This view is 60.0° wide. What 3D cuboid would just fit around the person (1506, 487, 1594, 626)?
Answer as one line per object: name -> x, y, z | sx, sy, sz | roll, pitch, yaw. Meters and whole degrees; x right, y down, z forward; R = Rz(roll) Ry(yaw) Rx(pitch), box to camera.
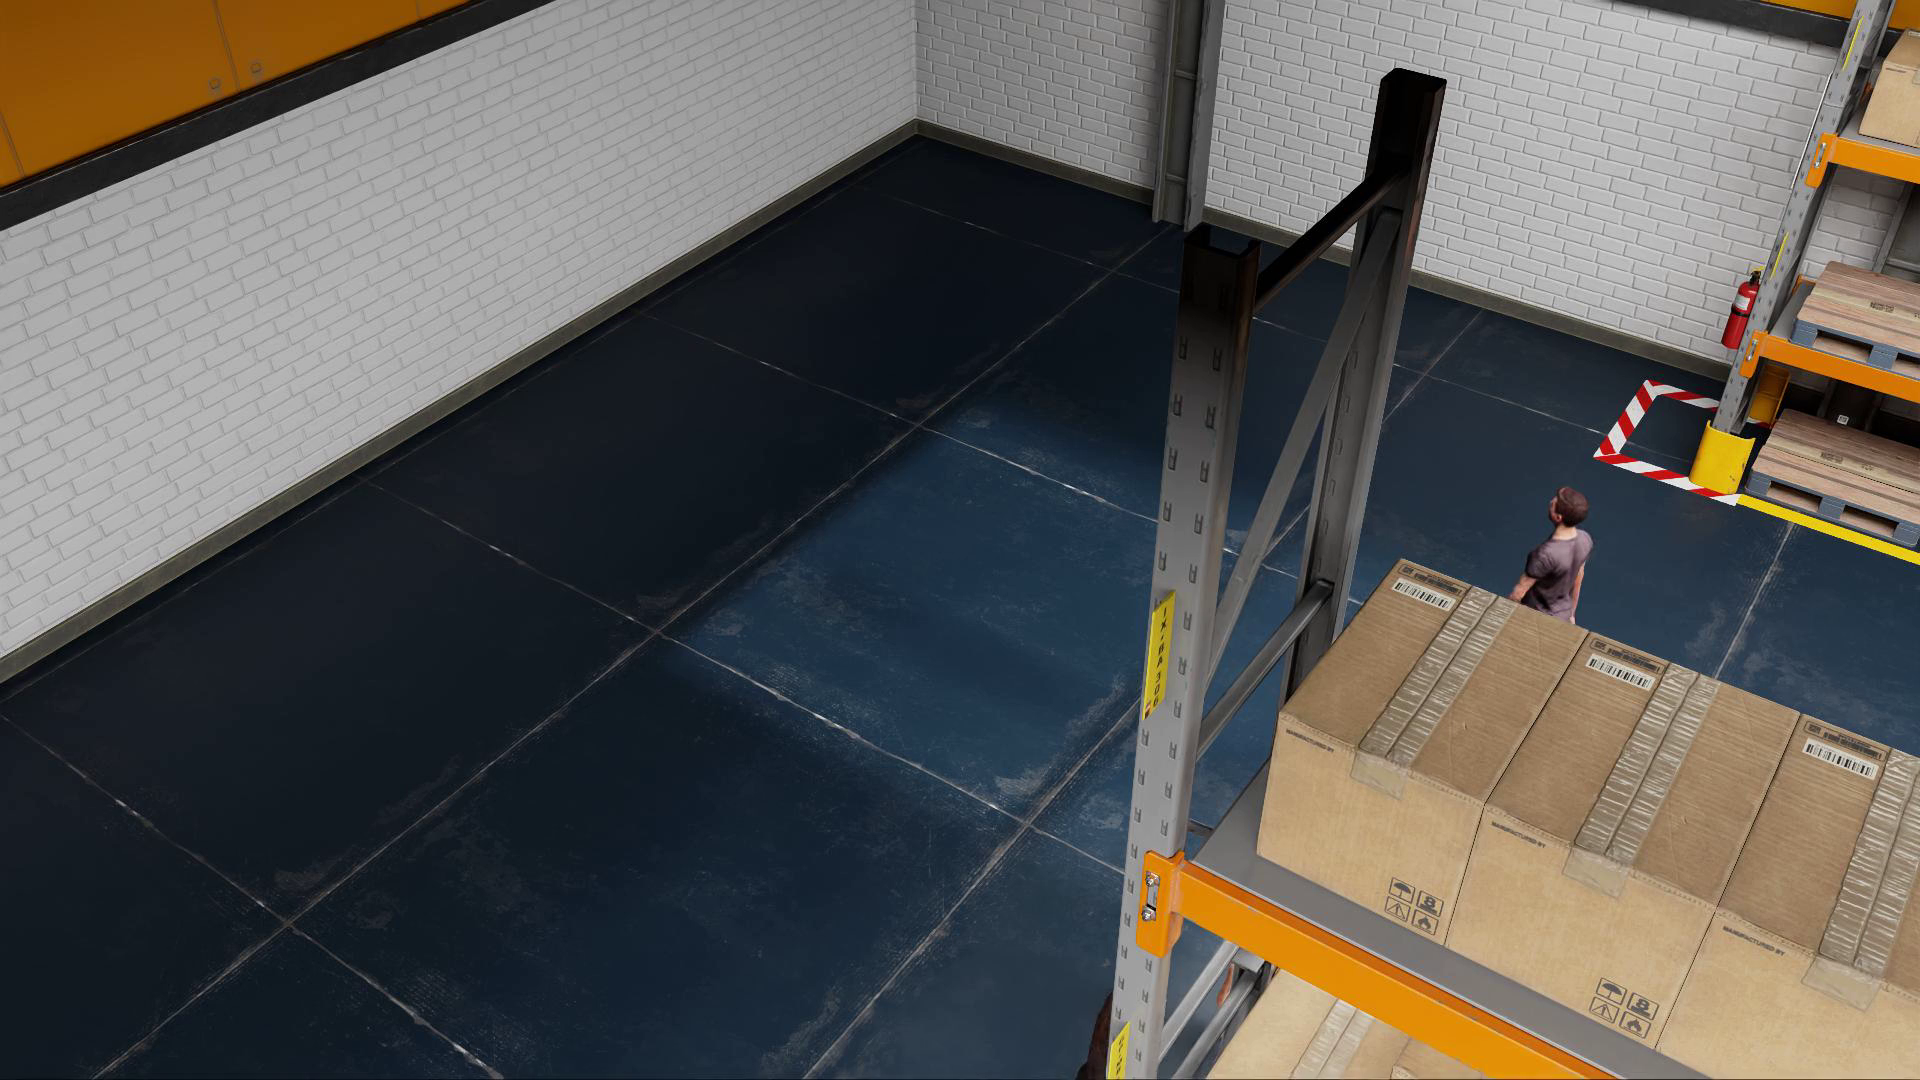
person -> 3.521, 0.546, 9.905 | 0.856, 1.804, 1.229 | -28, 46, -30
